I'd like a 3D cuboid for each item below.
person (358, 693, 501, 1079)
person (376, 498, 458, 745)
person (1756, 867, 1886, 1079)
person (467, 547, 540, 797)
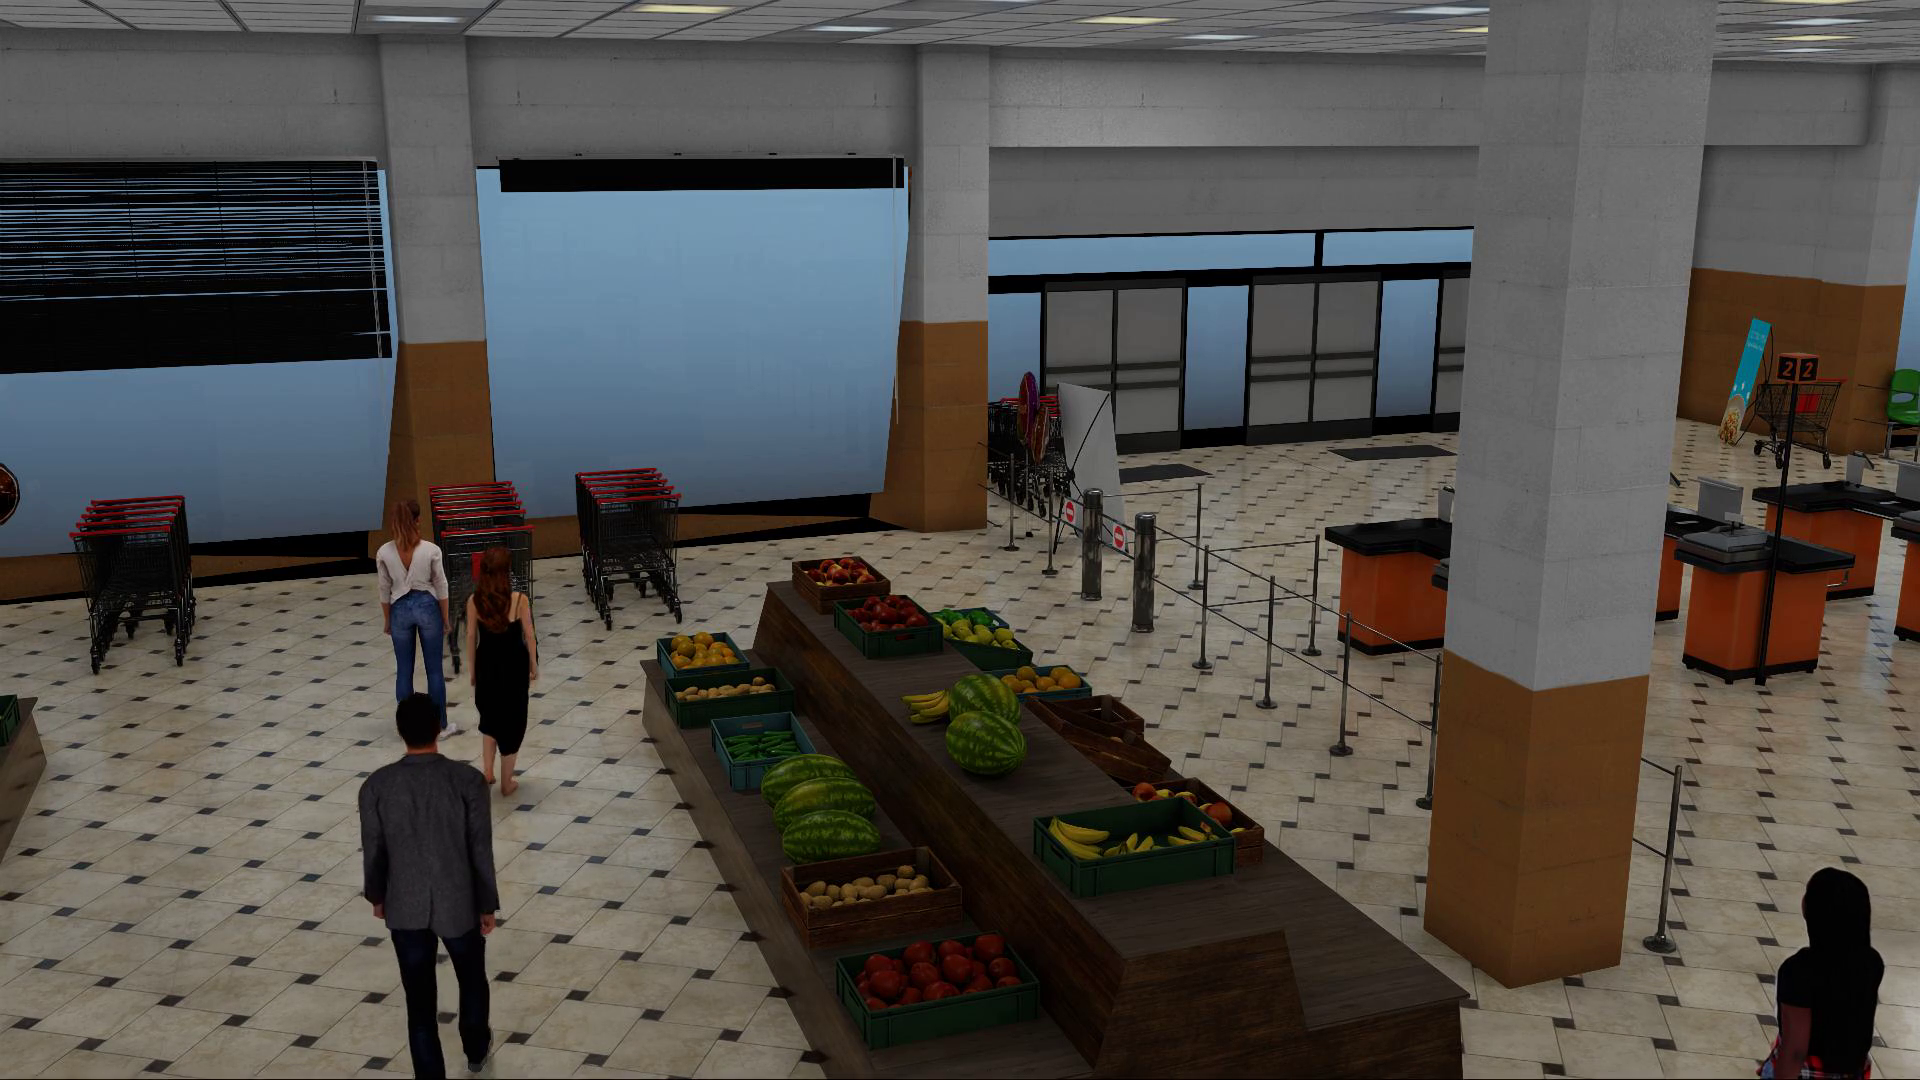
[{"bbox_3d":[-2.193,1.592,6.934,0.765,1.836,1.020,-4,14,-15],"label":"person"},{"bbox_3d":[-3.752,0.552,11.468,0.656,1.720,0.595,-2,14,-7],"label":"person"},{"bbox_3d":[2.948,1.941,5.728,0.626,1.728,0.604,-6,15,-24],"label":"person"},{"bbox_3d":[-2.889,0.860,10.432,0.653,1.610,0.704,0,14,-2],"label":"person"}]
